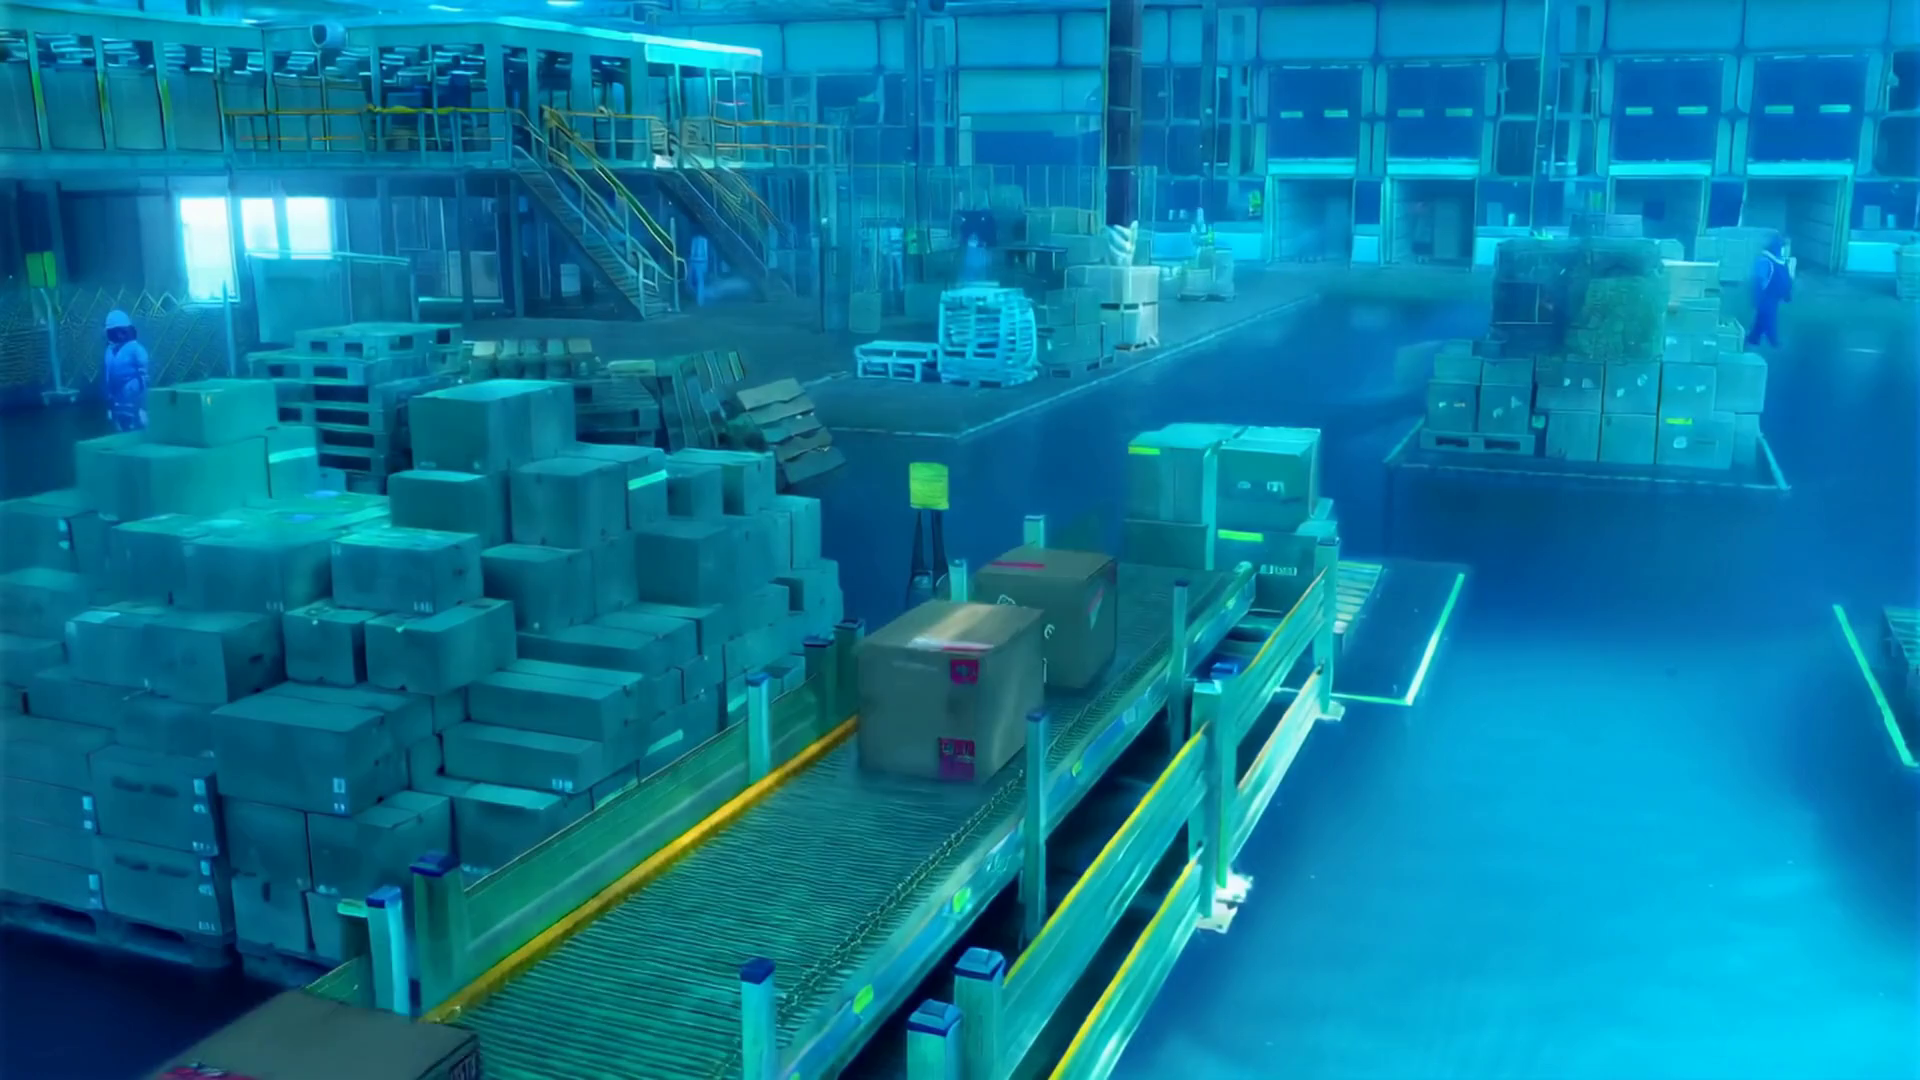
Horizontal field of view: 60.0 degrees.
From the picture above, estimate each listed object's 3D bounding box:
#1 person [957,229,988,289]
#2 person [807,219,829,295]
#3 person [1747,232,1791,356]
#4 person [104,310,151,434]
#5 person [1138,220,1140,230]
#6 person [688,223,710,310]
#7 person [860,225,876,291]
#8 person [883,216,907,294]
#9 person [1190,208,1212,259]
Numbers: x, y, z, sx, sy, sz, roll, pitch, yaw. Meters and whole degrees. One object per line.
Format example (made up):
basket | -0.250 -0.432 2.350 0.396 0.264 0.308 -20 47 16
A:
person | 0.265 -4.975 31.757 0.996 1.890 0.544 -10 16 -38
person | -3.424 -6.807 40.101 0.527 1.826 0.585 0 13 0
person | 13.370 -4.050 27.249 0.686 2.000 0.912 -10 16 -38
person | -7.641 -1.232 15.281 0.486 1.746 0.289 4 13 19
person | 5.351 -9.366 51.548 0.629 1.842 0.429 -8 15 -31
person | -5.650 -5.914 36.004 0.448 1.874 0.580 -12 17 -42
person | -1.841 -5.451 33.838 0.397 1.911 0.587 1 13 2
person | -1.586 -6.953 40.633 0.574 1.883 0.355 -2 13 -10
person | 7.015 -8.711 48.483 0.605 1.909 1.001 -1 13 -6
